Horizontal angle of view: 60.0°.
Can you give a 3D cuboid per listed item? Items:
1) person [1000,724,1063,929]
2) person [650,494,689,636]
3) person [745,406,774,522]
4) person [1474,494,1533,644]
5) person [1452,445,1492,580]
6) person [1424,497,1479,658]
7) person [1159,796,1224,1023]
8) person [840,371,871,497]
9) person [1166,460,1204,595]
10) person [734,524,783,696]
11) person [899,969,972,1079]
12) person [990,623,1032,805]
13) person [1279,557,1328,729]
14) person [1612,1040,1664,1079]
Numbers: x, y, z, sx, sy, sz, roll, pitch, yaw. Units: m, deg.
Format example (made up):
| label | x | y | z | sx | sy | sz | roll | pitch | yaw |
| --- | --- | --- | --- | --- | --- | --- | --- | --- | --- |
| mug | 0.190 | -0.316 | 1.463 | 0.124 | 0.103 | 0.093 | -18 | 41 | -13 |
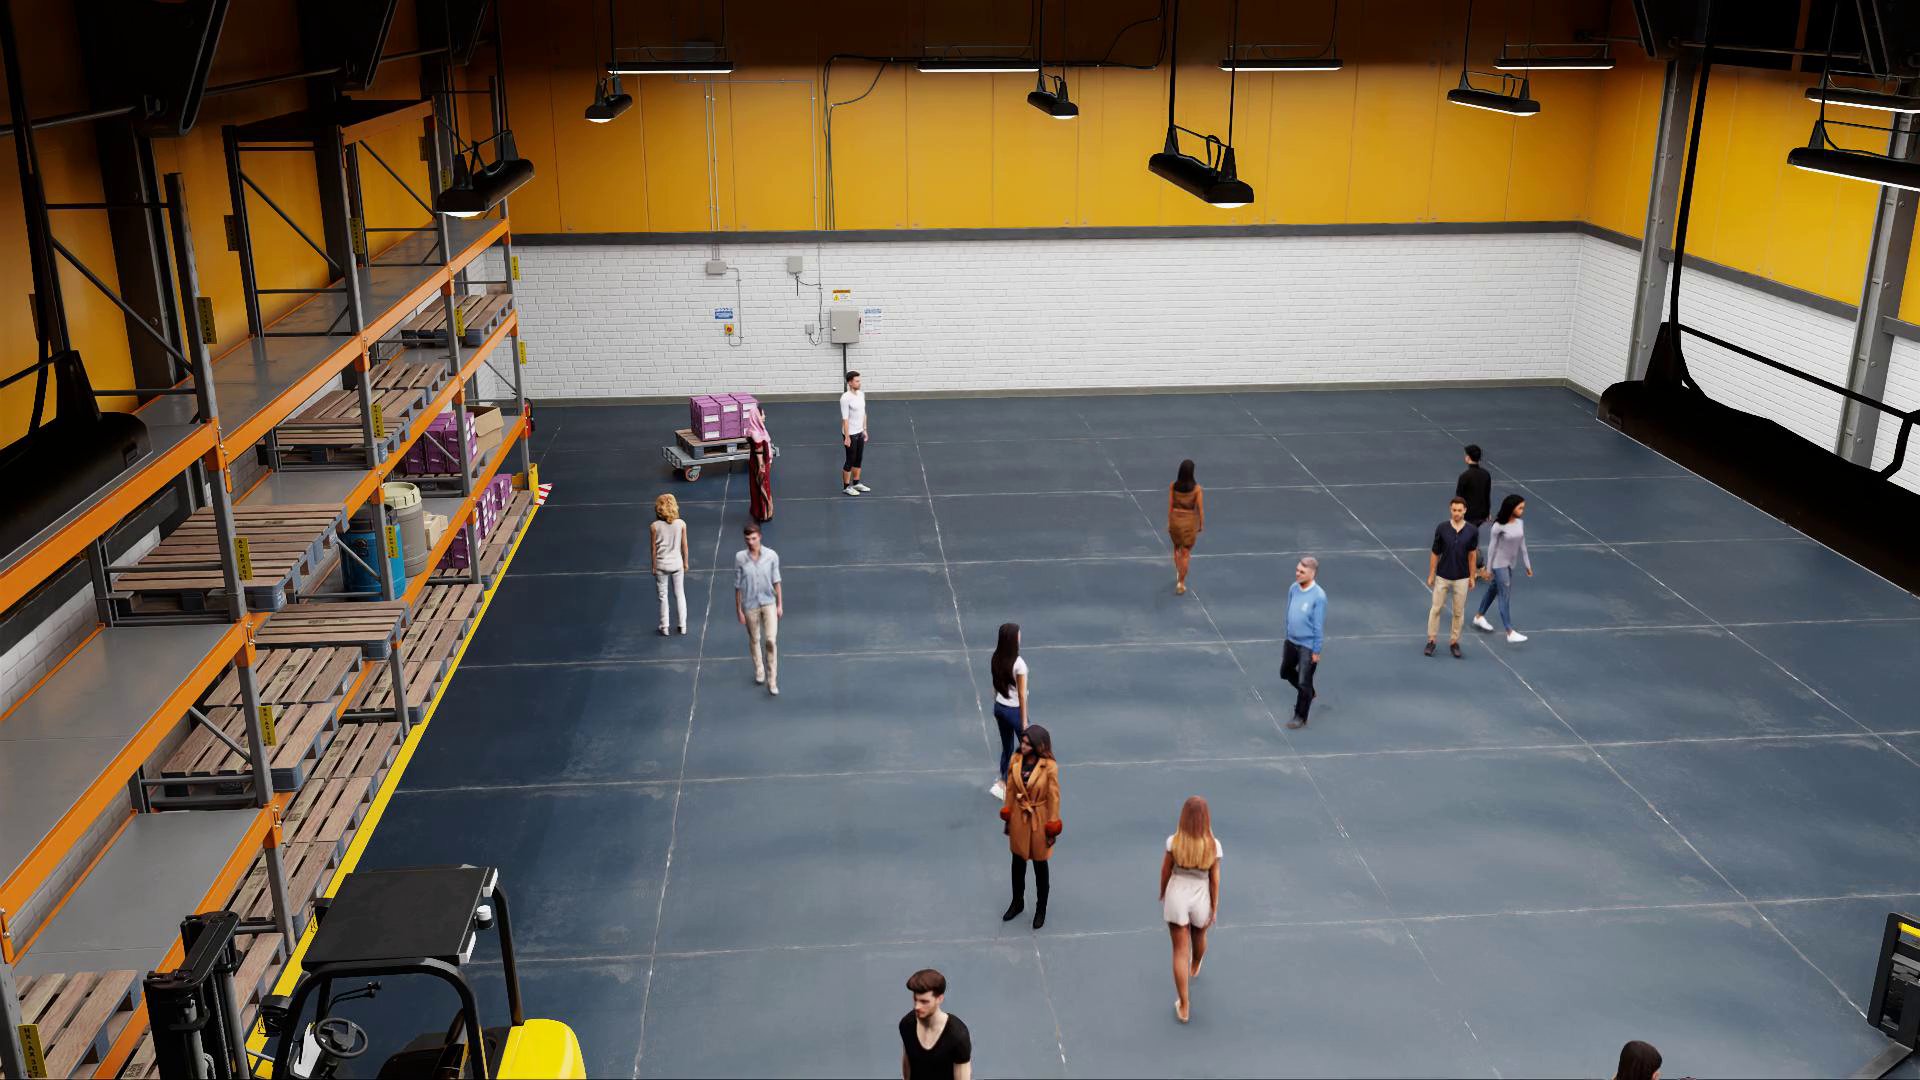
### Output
| label | x | y | z | sx | sy | sz | roll | pitch | yaw |
| --- | --- | --- | --- | --- | --- | --- | --- | --- | --- |
| person | 0.567 | 2.258 | 13.232 | 0.779 | 1.724 | 0.798 | 10 | 21 | 28 |
| person | -3.361 | 0.277 | 19.197 | 0.639 | 1.671 | 0.630 | -7 | 20 | -20 |
| person | -2.815 | -1.078 | 23.276 | 0.710 | 1.637 | 0.525 | -2 | 19 | -6 |
| person | 6.179 | 0.288 | 19.130 | 0.957 | 1.694 | 1.198 | -11 | 22 | -30 |
| person | 6.507 | -0.321 | 20.944 | 0.922 | 1.690 | 1.085 | -9 | 21 | -26 |
| person | 5.490 | 0.399 | 18.546 | 0.711 | 1.856 | 0.646 | 4 | 19 | 13 |
| person | 1.655 | 2.693 | 12.040 | 0.714 | 1.661 | 1.066 | 1 | 19 | 4 |
| person | -1.567 | -1.587 | 24.457 | 0.798 | 1.848 | 0.708 | 11 | 22 | 30 |
| person | 2.727 | -0.135 | 20.428 | 0.794 | 1.666 | 0.933 | 7 | 20 | 20 |
| person | -2.152 | 0.675 | 17.782 | 0.655 | 1.820 | 0.976 | -2 | 19 | -6 |
| person | -0.068 | 3.326 | 9.840 | 1.064 | 1.865 | 1.316 | 8 | 20 | 23 |
| person | 0.402 | 1.613 | 15.082 | 0.831 | 1.767 | 0.778 | -14 | 23 | -36 |
| person | 3.534 | 1.007 | 16.819 | 0.902 | 1.805 | 0.852 | -14 | 23 | -35 |
| person | 3.715 | 3.557 | 9.548 | 0.826 | 1.614 | 0.987 | 5 | 19 | 14 |
